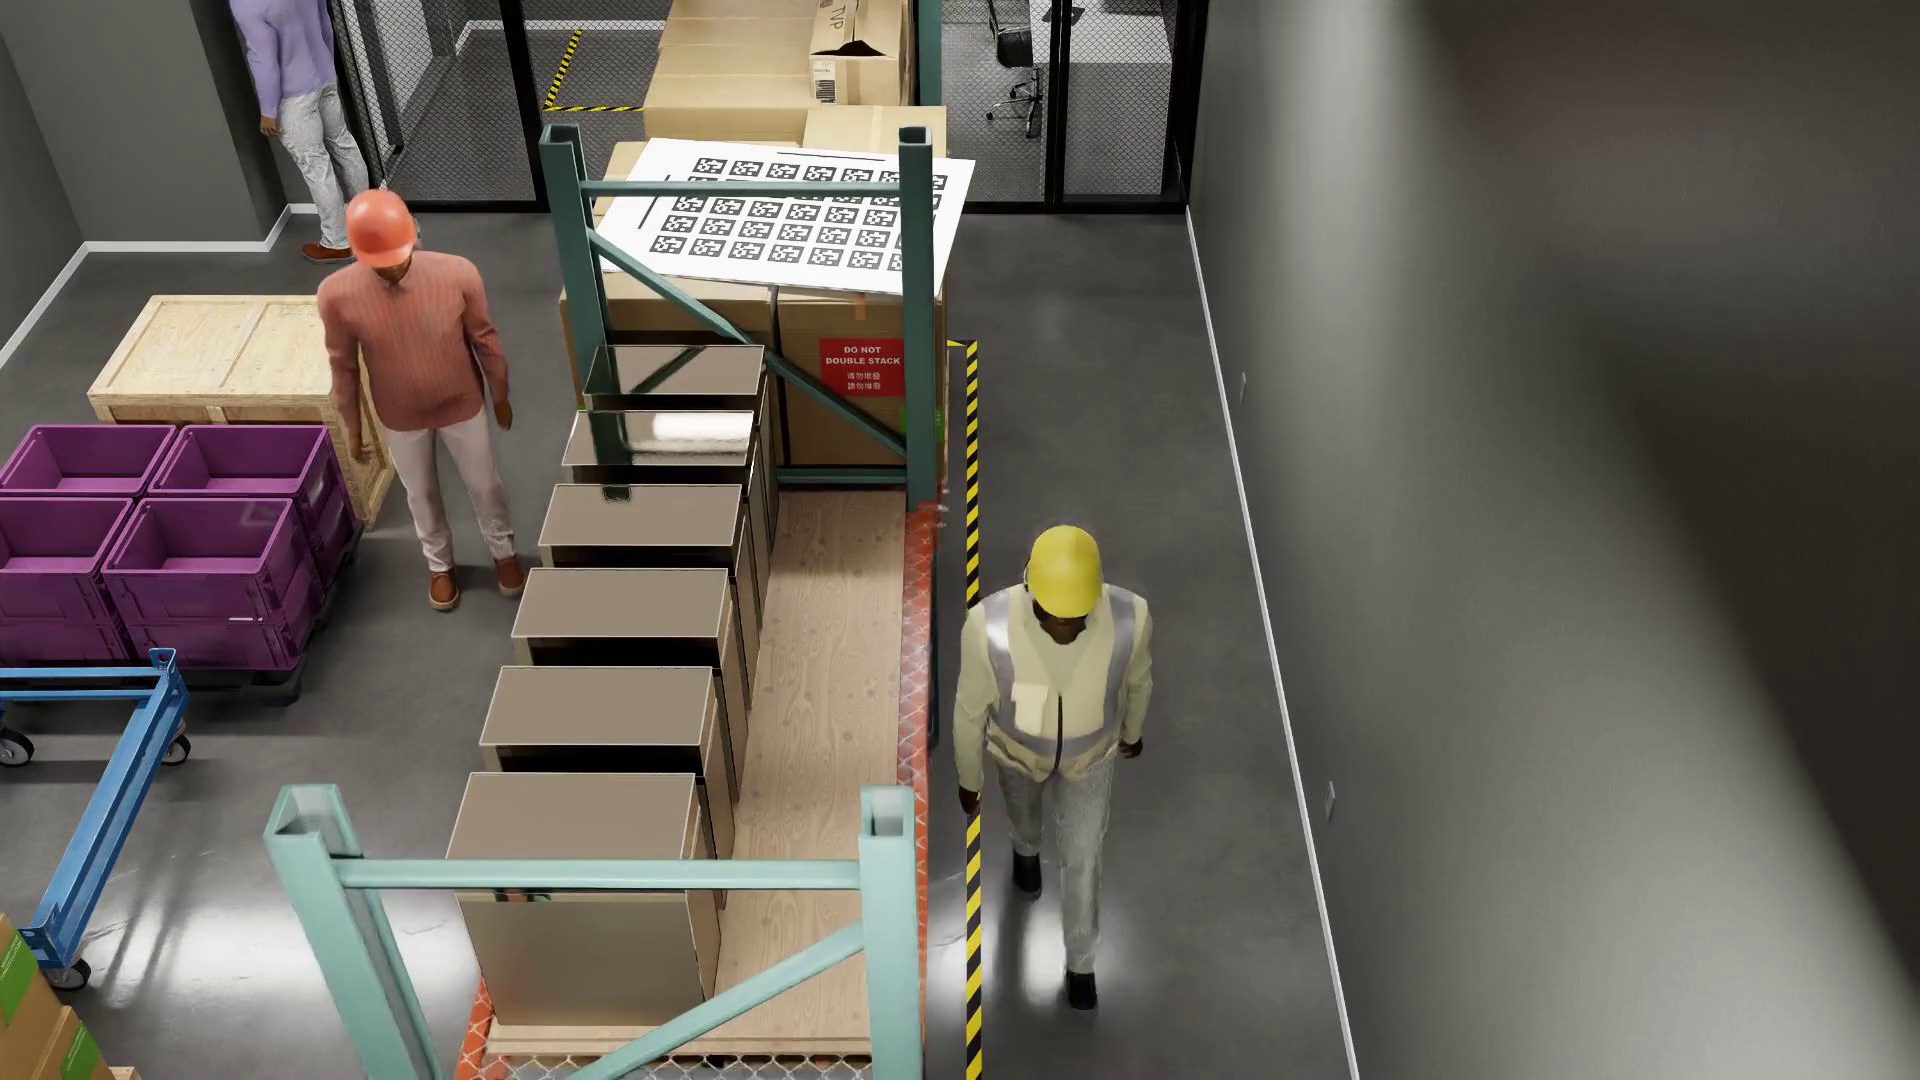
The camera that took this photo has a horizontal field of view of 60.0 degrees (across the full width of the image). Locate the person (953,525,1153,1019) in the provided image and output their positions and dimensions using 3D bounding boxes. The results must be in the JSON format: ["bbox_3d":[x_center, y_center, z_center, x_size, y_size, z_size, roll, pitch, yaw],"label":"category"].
[{"bbox_3d":[0.292,0.699,5.197,0.624,1.786,0.915,0,41,0],"label":"person"}]

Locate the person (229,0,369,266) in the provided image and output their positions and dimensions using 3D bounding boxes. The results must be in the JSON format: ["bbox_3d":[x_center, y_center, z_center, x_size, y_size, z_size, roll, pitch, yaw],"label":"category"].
[{"bbox_3d":[-3.403,-2.334,8.554,0.371,1.941,0.627,11,42,12],"label":"person"}]

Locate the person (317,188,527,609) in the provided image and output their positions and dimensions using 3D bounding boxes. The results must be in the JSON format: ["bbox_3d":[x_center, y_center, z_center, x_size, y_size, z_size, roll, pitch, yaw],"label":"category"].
[{"bbox_3d":[-2.055,-0.502,6.438,0.642,1.973,0.465,-10,42,-11],"label":"person"}]
